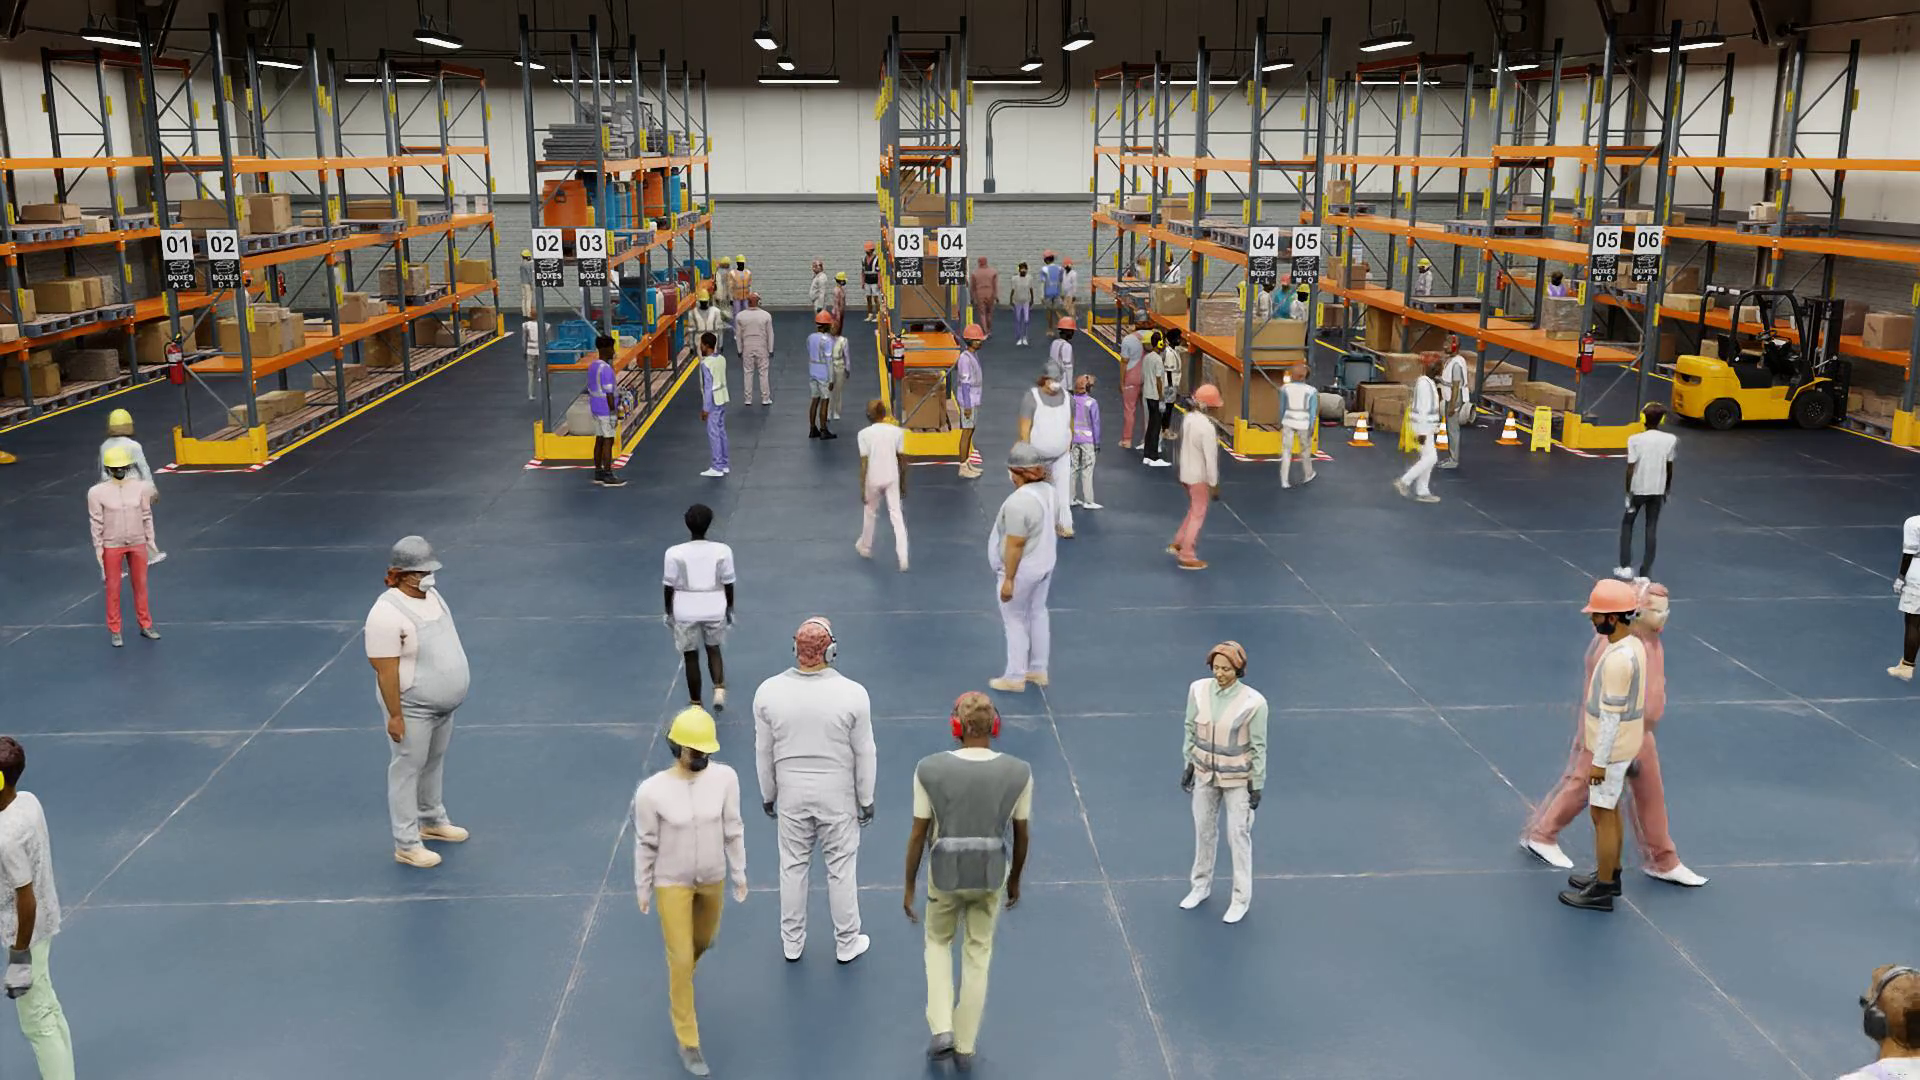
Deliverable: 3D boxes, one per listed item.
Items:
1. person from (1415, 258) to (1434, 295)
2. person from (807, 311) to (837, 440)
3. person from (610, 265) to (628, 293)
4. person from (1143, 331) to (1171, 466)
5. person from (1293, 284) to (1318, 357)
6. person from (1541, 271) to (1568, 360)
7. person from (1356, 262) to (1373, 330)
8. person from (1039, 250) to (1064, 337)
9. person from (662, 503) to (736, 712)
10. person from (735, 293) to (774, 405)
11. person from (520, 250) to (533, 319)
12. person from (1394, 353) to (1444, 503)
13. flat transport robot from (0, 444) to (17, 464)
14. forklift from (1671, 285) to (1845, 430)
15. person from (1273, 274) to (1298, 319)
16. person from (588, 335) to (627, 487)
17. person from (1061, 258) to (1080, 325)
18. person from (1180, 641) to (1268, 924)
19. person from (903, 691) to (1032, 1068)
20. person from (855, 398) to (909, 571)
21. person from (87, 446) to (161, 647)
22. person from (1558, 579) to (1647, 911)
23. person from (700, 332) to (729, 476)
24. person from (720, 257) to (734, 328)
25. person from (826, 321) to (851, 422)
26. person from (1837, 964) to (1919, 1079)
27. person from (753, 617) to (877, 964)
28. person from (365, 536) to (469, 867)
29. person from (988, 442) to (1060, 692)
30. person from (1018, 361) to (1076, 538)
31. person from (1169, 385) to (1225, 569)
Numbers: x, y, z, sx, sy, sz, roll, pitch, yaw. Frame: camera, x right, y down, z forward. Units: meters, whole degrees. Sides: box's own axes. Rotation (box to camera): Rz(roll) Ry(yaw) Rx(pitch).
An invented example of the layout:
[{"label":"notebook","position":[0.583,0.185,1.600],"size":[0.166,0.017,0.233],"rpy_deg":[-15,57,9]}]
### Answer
[{"label":"person","position":[10.712,-5.587,38.414],"size":[0.404,1.823,0.591],"rpy_deg":[0,13,0]},{"label":"person","position":[-2.047,-2.467,24.967],"size":[0.406,1.927,0.556],"rpy_deg":[-12,18,-42]},{"label":"person","position":[-7.791,-5.493,37.874],"size":[0.584,1.882,0.337],"rpy_deg":[-12,18,-41]},{"label":"person","position":[2.713,-1.941,22.894],"size":[0.357,1.858,0.513],"rpy_deg":[-3,14,-11]},{"label":"person","position":[7.125,-4.572,34.485],"size":[0.541,1.652,0.896],"rpy_deg":[3,14,12]},{"label":"person","position":[12.257,-4.632,34.341],"size":[0.635,1.836,0.430],"rpy_deg":[-2,13,-9]},{"label":"person","position":[9.692,-5.864,39.983],"size":[0.500,1.633,0.280],"rpy_deg":[-10,16,-35]},{"label":"person","position":[2.118,-5.678,38.394],"size":[0.654,2.010,0.623],"rpy_deg":[-7,15,-28]},{"label":"person","position":[-1.989,0.553,12.689],"size":[0.541,1.684,0.367],"rpy_deg":[-5,14,-20]},{"label":"person","position":[-3.474,-3.243,28.293],"size":[0.650,1.907,0.409],"rpy_deg":[0,13,2]},{"label":"person","position":[-11.045,-6.525,42.499],"size":[0.315,1.768,0.526],"rpy_deg":[-10,17,-38]},{"label":"person","position":[5.714,-1.372,20.453],"size":[0.461,1.865,0.598],"rpy_deg":[6,14,23]},{"label":"flat transport robot","position":[-13.812,-1.110,22.761],"size":[0.652,0.197,1.431],"rpy_deg":[12,18,41]},{"label":"forklift","position":[12.503,-2.886,26.166],"size":[2.313,2.155,1.214],"rpy_deg":[-1,13,-3]},{"label":"person","position":[6.868,-4.743,35.025],"size":[0.569,1.726,0.700],"rpy_deg":[7,15,27]},{"label":"person","position":[-4.592,-1.680,21.542],"size":[0.362,1.963,0.614],"rpy_deg":[-9,16,-33]},{"label":"person","position":[2.650,-5.938,40.084],"size":[0.456,1.726,0.595],"rpy_deg":[-5,14,-19]},{"label":"person","position":[1.498,1.354,9.416],"size":[0.519,1.633,0.314],"rpy_deg":[11,17,39]},{"label":"person","position":[0.035,1.618,7.890],"size":[0.619,1.812,0.476],"rpy_deg":[-2,13,-8]},{"label":"person","position":[-0.811,-0.589,17.369],"size":[0.532,1.773,1.095],"rpy_deg":[-4,14,-18]},{"label":"person","position":[-7.355,0.047,14.655],"size":[0.523,1.769,0.315],"rpy_deg":[-13,18,-43]},{"label":"person","position":[3.714,1.170,9.575],"size":[0.391,1.923,0.549],"rpy_deg":[7,15,26]},{"label":"person","position":[-3.278,-1.811,22.204],"size":[0.372,1.916,0.597],"rpy_deg":[3,14,13]},{"label":"person","position":[-5.629,-5.985,40.282],"size":[0.372,1.725,0.518],"rpy_deg":[-5,14,-20]},{"label":"person","position":[-2.016,-2.671,26.505],"size":[0.545,1.595,0.824],"rpy_deg":[0,13,-2]},{"label":"person","position":[2.918,2.233,5.285],"size":[0.524,1.813,0.565],"rpy_deg":[-2,13,-8]},{"label":"person","position":[-0.755,1.340,8.879],"size":[0.647,1.908,0.409],"rpy_deg":[2,13,8]},{"label":"person","position":[-3.275,0.959,10.204],"size":[0.535,2.000,0.686],"rpy_deg":[2,14,10]},{"label":"person","position":[0.487,0.209,13.381],"size":[0.538,2.000,0.693],"rpy_deg":[8,16,31]},{"label":"person","position":[0.992,-1.086,18.868],"size":[0.688,2.000,1.039],"rpy_deg":[-3,14,-12]},{"label":"person","position":[2.474,-0.648,17.218],"size":[0.403,1.957,0.703],"rpy_deg":[-3,14,-11]}]
